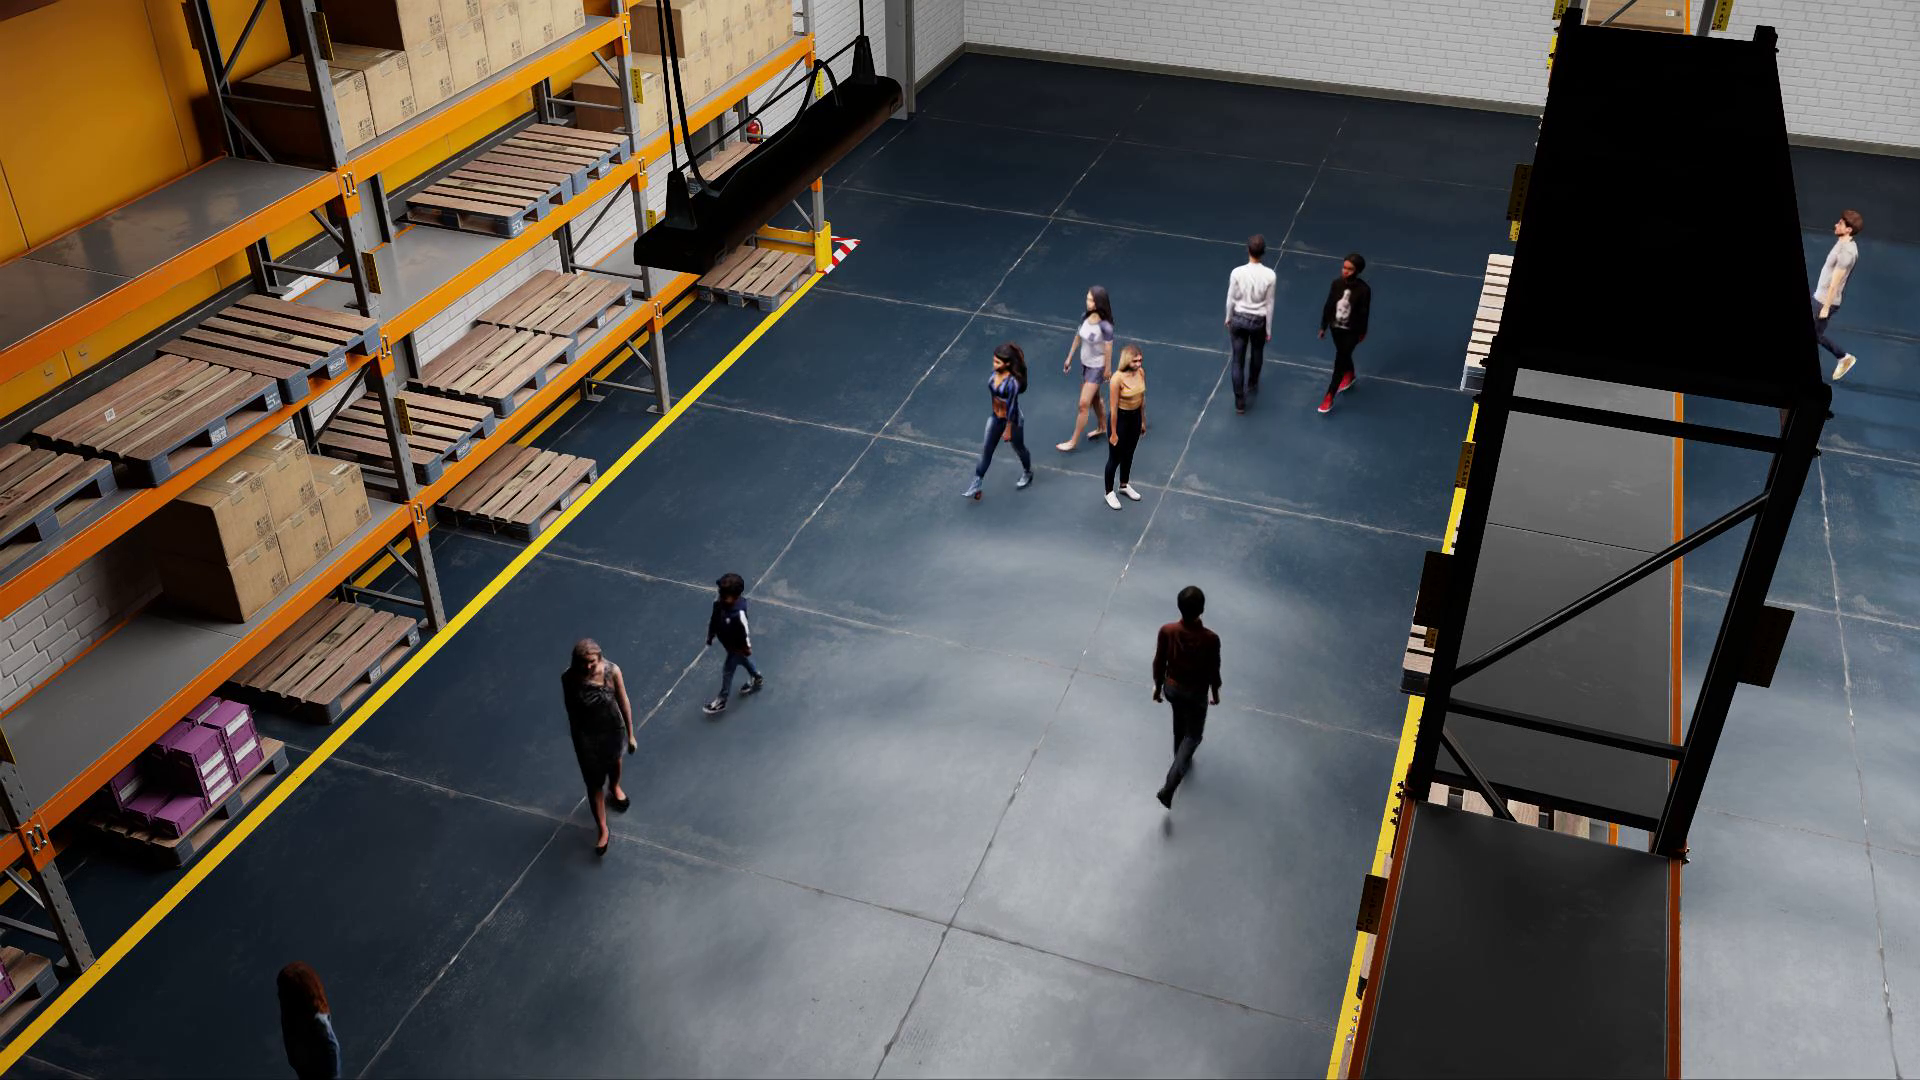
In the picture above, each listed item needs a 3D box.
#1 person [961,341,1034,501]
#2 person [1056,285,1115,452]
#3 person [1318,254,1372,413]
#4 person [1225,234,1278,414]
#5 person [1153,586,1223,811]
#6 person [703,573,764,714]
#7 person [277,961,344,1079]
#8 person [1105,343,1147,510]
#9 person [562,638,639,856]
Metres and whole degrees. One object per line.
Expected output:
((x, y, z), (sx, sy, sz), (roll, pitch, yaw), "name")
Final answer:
((0.498, -1.116, 15.543), (1.160, 1.568, 0.974), (-24, 41, -32), "person")
((1.368, -1.728, 16.360), (1.031, 1.682, 0.944), (-18, 38, -25), "person")
((3.999, -2.186, 17.100), (0.858, 1.627, 1.170), (25, 41, 33), "person")
((2.920, -2.148, 16.846), (0.730, 1.844, 1.070), (7, 34, 11), "person")
((1.611, 1.148, 11.964), (0.752, 1.759, 1.106), (16, 37, 23), "person")
((-1.740, 0.759, 13.060), (0.913, 1.193, 0.773), (-24, 40, -31), "person")
((-3.670, 2.958, 9.496), (0.602, 1.477, 0.567), (19, 38, 27), "person")
((1.529, -1.085, 15.442), (0.618, 1.629, 0.714), (-23, 40, -30), "person")
((-2.562, 1.297, 11.823), (0.926, 1.667, 1.075), (-10, 35, -14), "person")
